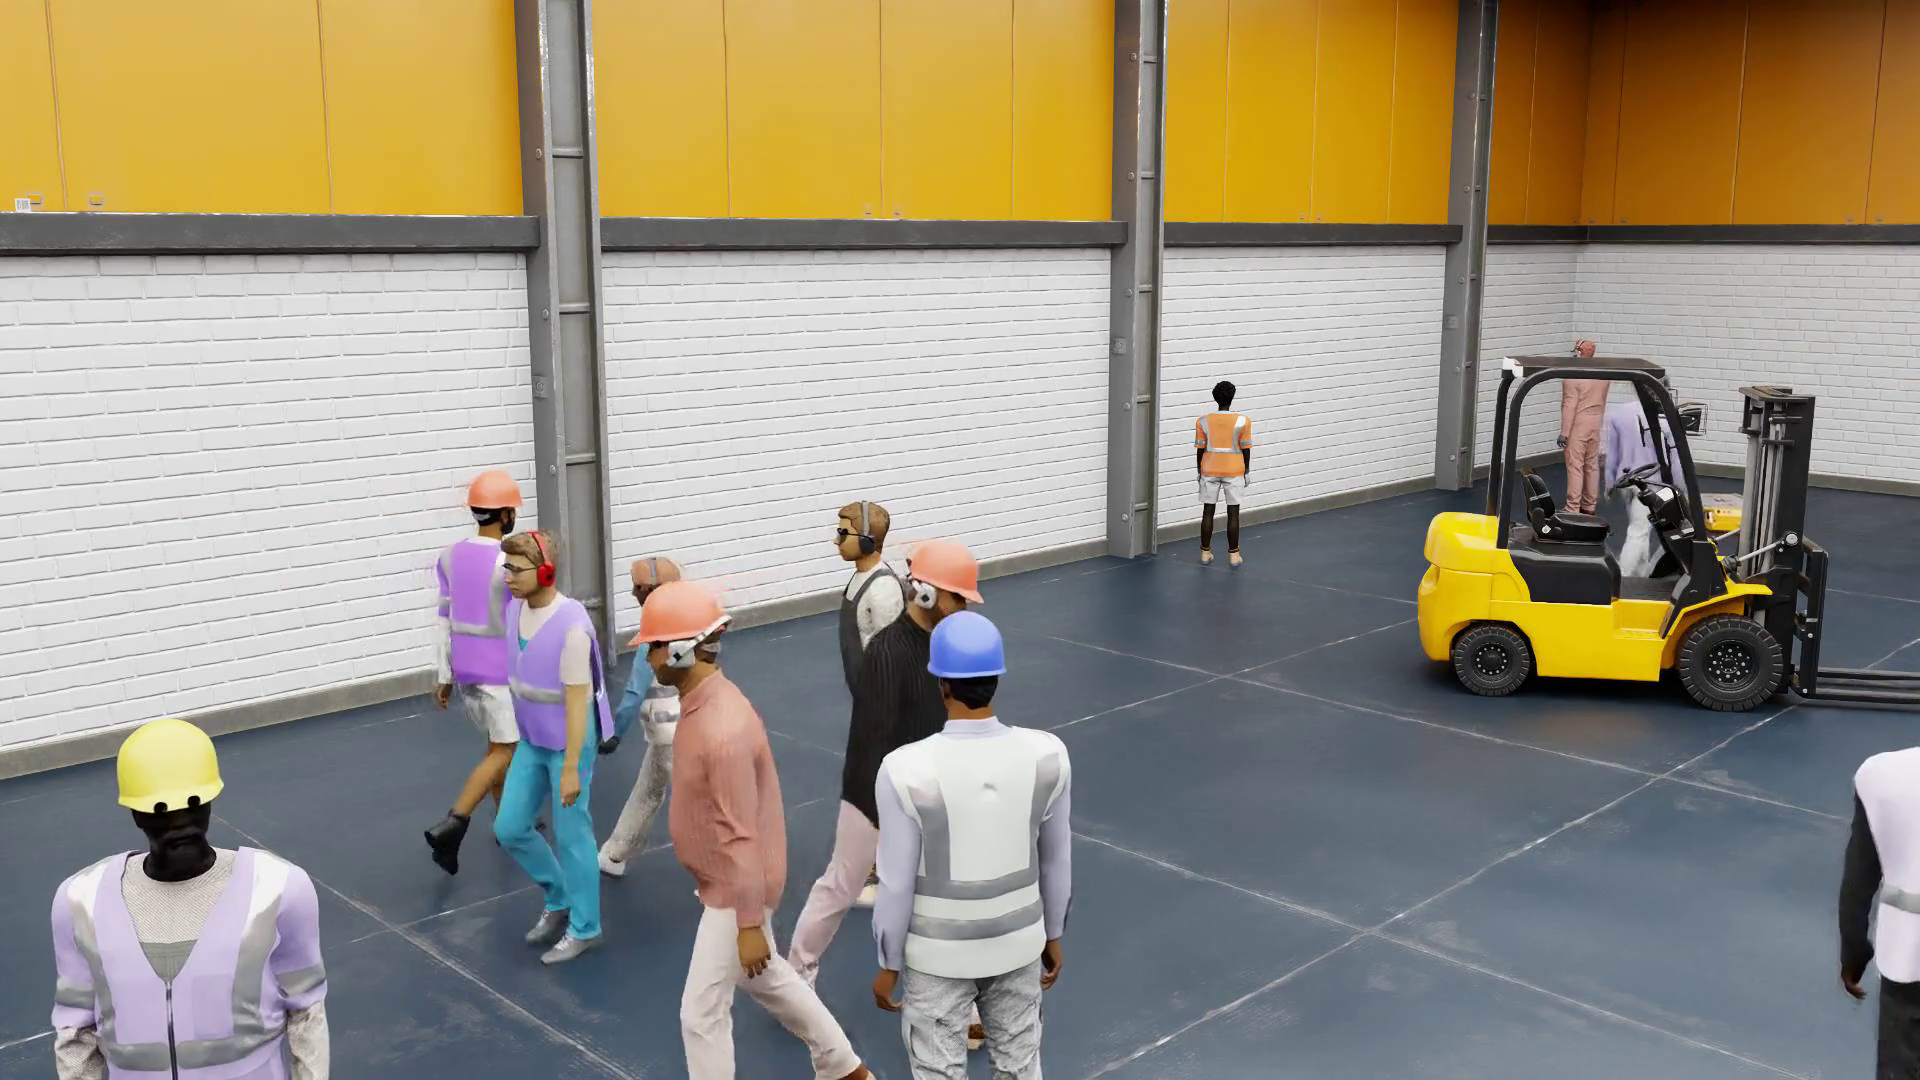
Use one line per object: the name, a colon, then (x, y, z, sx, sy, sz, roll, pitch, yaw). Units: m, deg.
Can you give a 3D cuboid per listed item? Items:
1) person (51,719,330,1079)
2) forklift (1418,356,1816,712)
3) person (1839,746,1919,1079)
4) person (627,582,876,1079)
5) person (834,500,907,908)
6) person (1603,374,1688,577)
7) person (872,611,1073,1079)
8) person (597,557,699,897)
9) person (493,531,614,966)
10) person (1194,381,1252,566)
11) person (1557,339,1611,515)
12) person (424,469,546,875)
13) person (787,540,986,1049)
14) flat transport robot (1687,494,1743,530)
person: (-1.779, 1.349, 3.885, 0.594, 1.929, 0.352, -2, 11, -9)
forklift: (4.276, -0.101, 11.076, 2.313, 2.155, 1.214, 2, 11, 13)
person: (2.866, 1.209, 4.760, 0.620, 1.885, 0.883, 8, 13, 38)
person: (-0.644, 1.083, 5.347, 0.878, 1.953, 0.663, -4, 11, -19)
person: (-0.400, 0.731, 7.488, 0.348, 1.846, 0.506, -2, 11, -13)
person: (5.705, -0.435, 13.663, 0.853, 1.906, 0.664, -5, 12, -27)
person: (0.032, 1.166, 4.841, 0.616, 1.944, 0.397, -4, 11, -22)
person: (-1.376, 0.859, 7.501, 0.870, 1.585, 0.527, 0, 10, 2)
person: (-1.672, 0.855, 6.859, 0.581, 1.827, 0.449, 10, 14, 44)
person: (2.402, -0.607, 15.212, 0.531, 1.694, 0.320, 4, 11, 21)
person: (6.609, -1.182, 17.759, 0.639, 1.909, 0.402, -6, 12, -31)
person: (-2.295, 0.629, 7.923, 0.557, 1.909, 0.837, 5, 12, 27)
person: (-0.265, 0.954, 6.108, 1.011, 1.923, 0.744, 5, 12, 27)
flat transport robot: (8.009, -0.310, 17.462, 0.652, 0.197, 1.431, 1, 10, 7)
